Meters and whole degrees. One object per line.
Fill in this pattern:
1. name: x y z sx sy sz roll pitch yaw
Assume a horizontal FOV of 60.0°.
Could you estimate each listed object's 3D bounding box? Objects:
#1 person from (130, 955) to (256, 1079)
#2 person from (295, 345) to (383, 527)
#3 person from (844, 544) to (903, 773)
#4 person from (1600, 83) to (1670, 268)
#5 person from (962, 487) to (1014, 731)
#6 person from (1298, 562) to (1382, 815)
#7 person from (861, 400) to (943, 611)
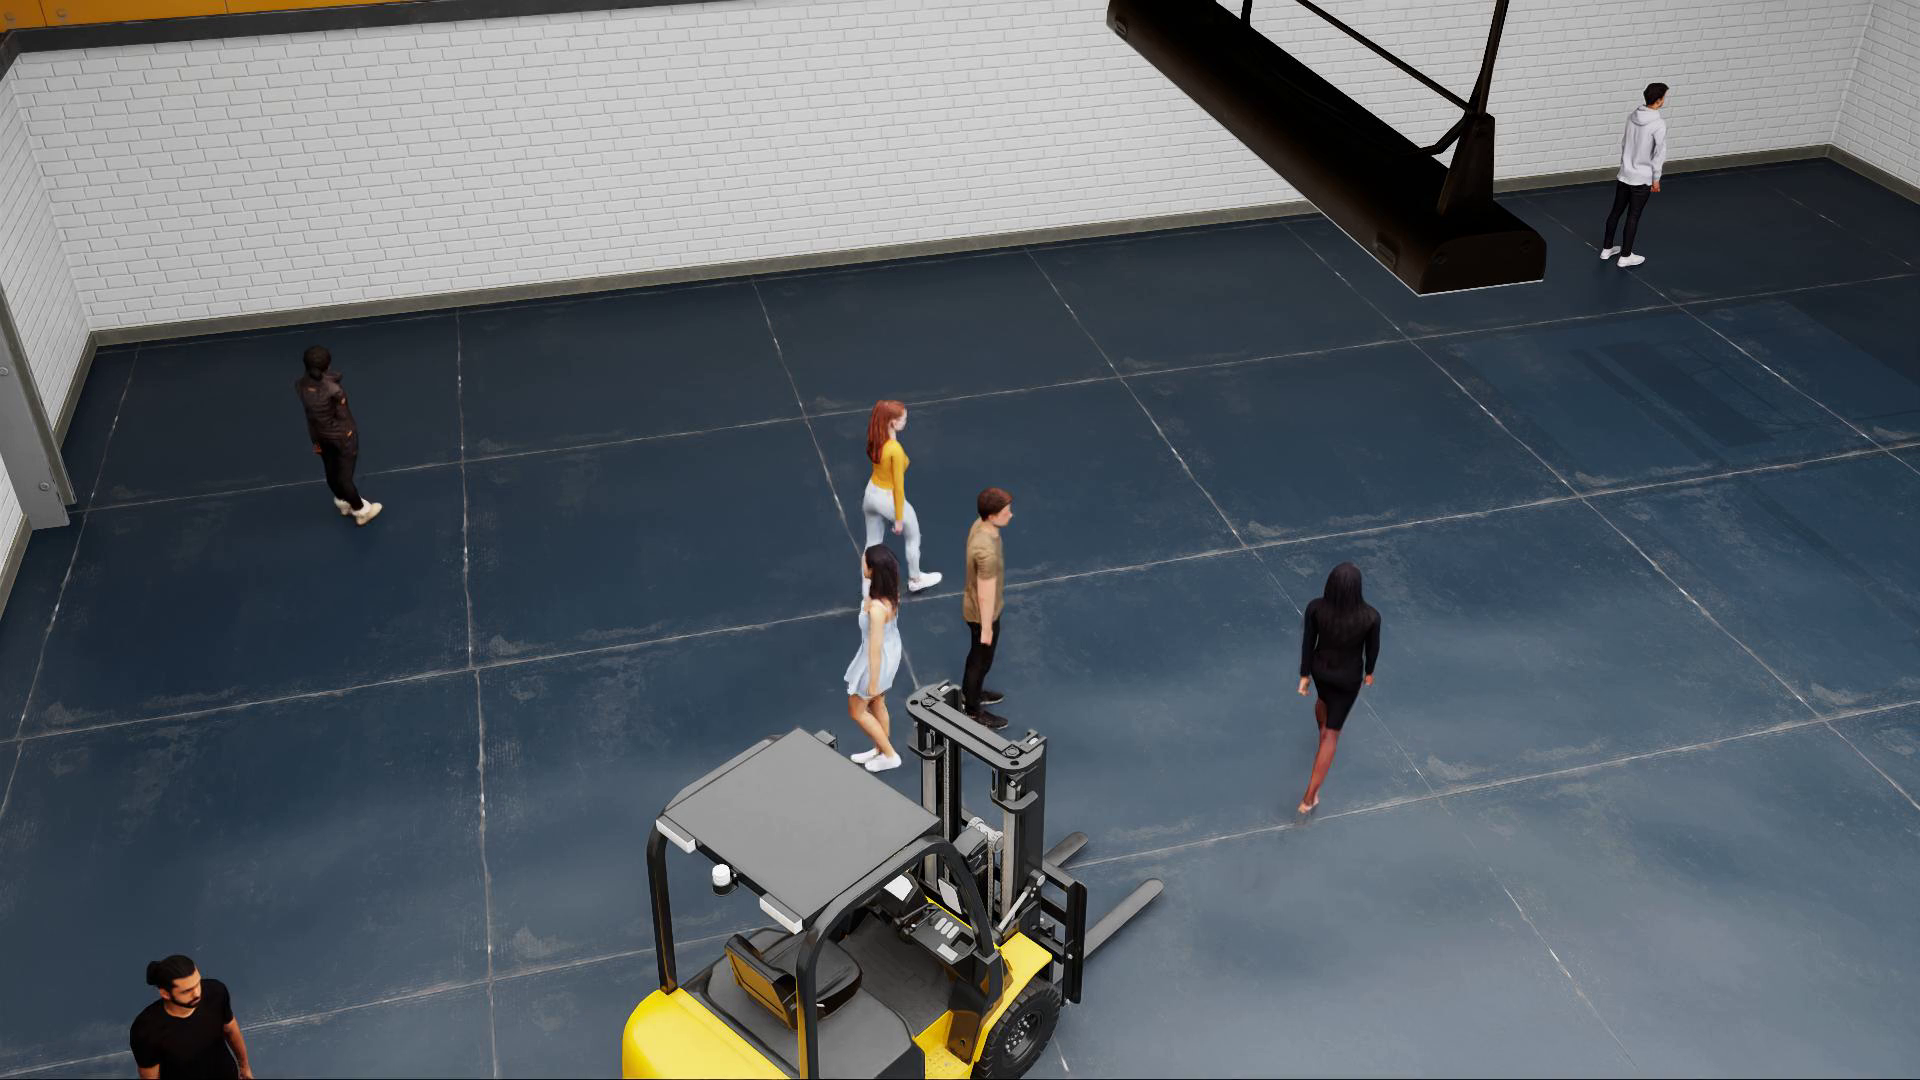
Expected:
1. person: -3.657 2.579 7.882 0.834 1.735 0.776 19 38 27
2. person: -4.900 -0.838 13.114 0.920 1.634 0.815 -5 34 -8
3. person: -0.454 0.776 10.606 0.760 1.722 0.658 1 34 1
4. person: 7.045 -3.817 17.327 0.800 1.931 0.638 -18 38 -25
5. person: 0.149 0.442 10.998 0.791 1.845 0.614 0 34 0
6. person: 2.328 0.936 10.410 1.144 1.673 1.248 15 36 21
7. person: -0.602 -0.205 12.076 0.959 1.729 0.923 28 42 35
